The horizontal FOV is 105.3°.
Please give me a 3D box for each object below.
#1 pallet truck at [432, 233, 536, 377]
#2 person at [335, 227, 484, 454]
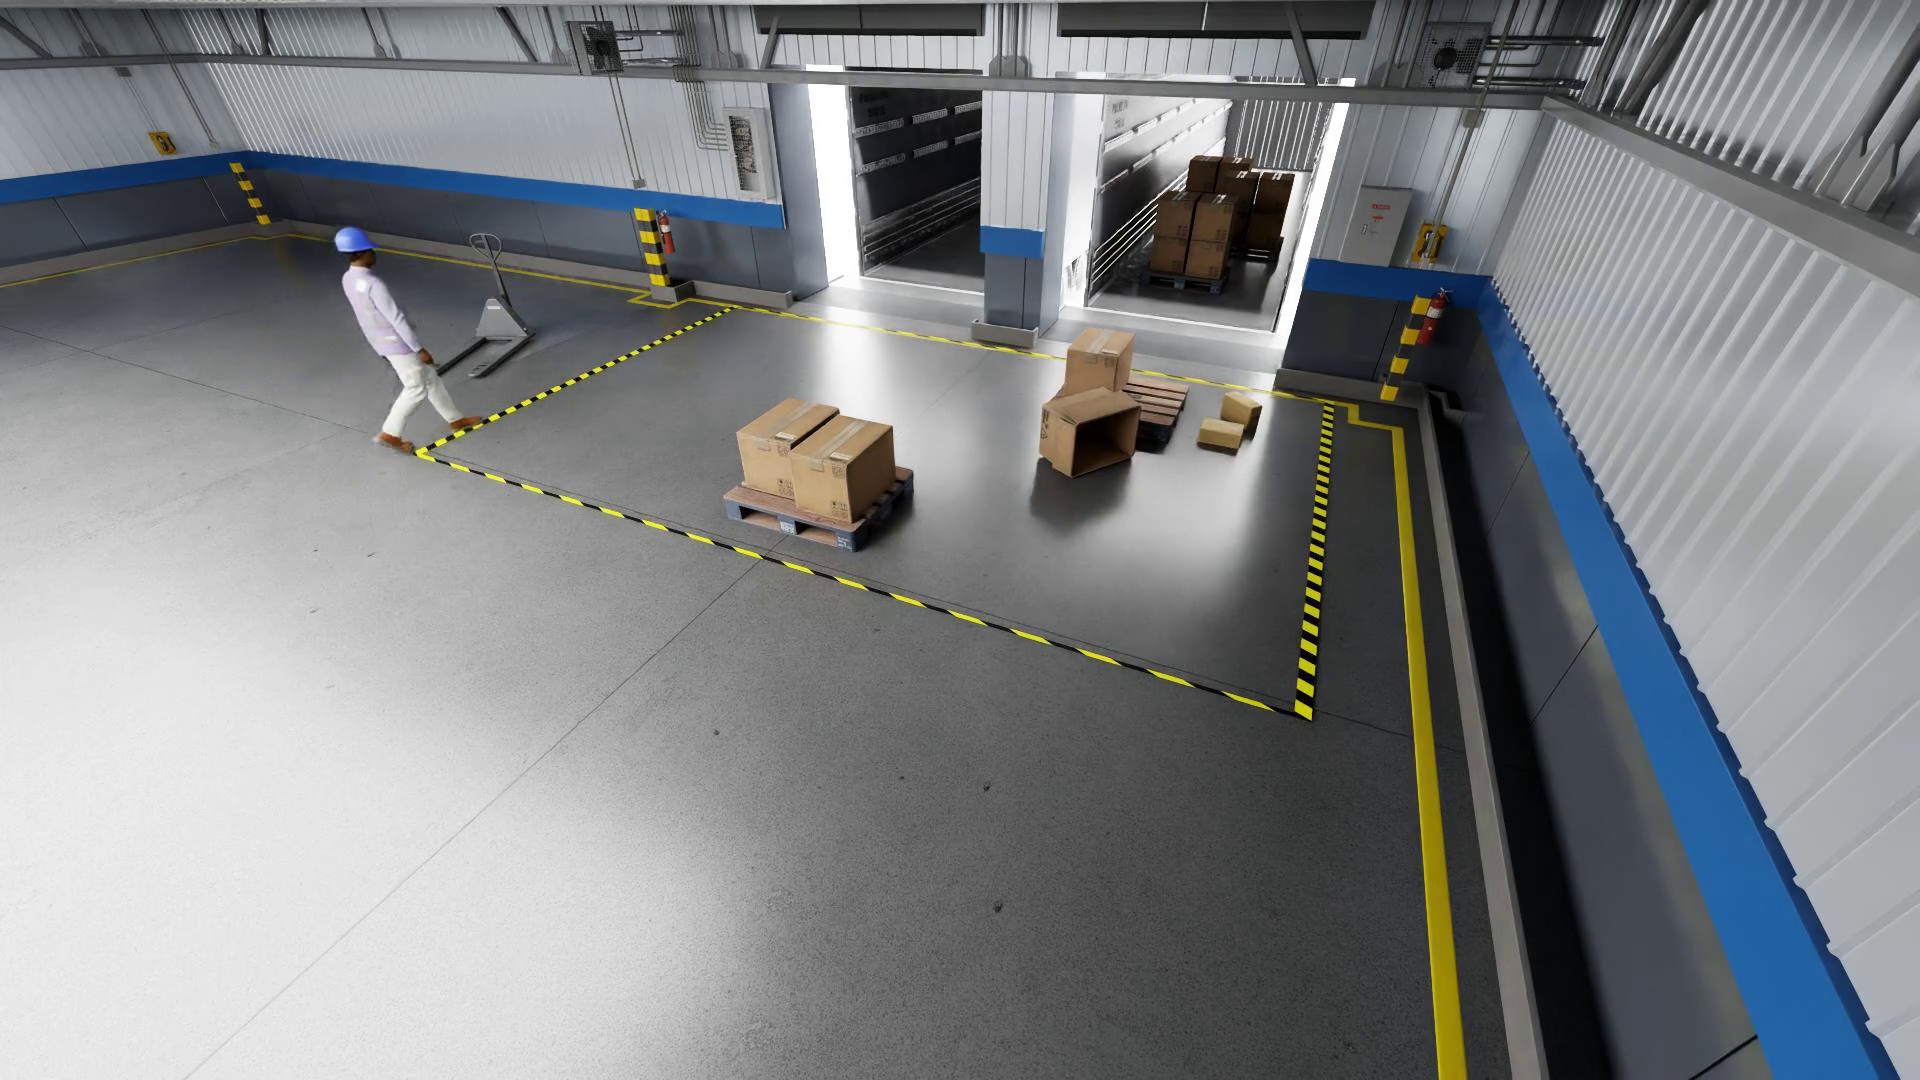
[{"bbox_3d":[-5.664,-2.712,8.427,0.680,1.201,1.601,0,35,-1],"label":"pallet truck"},{"bbox_3d":[-4.984,-1.708,6.437,0.607,1.914,0.928,26,43,32],"label":"person"}]
